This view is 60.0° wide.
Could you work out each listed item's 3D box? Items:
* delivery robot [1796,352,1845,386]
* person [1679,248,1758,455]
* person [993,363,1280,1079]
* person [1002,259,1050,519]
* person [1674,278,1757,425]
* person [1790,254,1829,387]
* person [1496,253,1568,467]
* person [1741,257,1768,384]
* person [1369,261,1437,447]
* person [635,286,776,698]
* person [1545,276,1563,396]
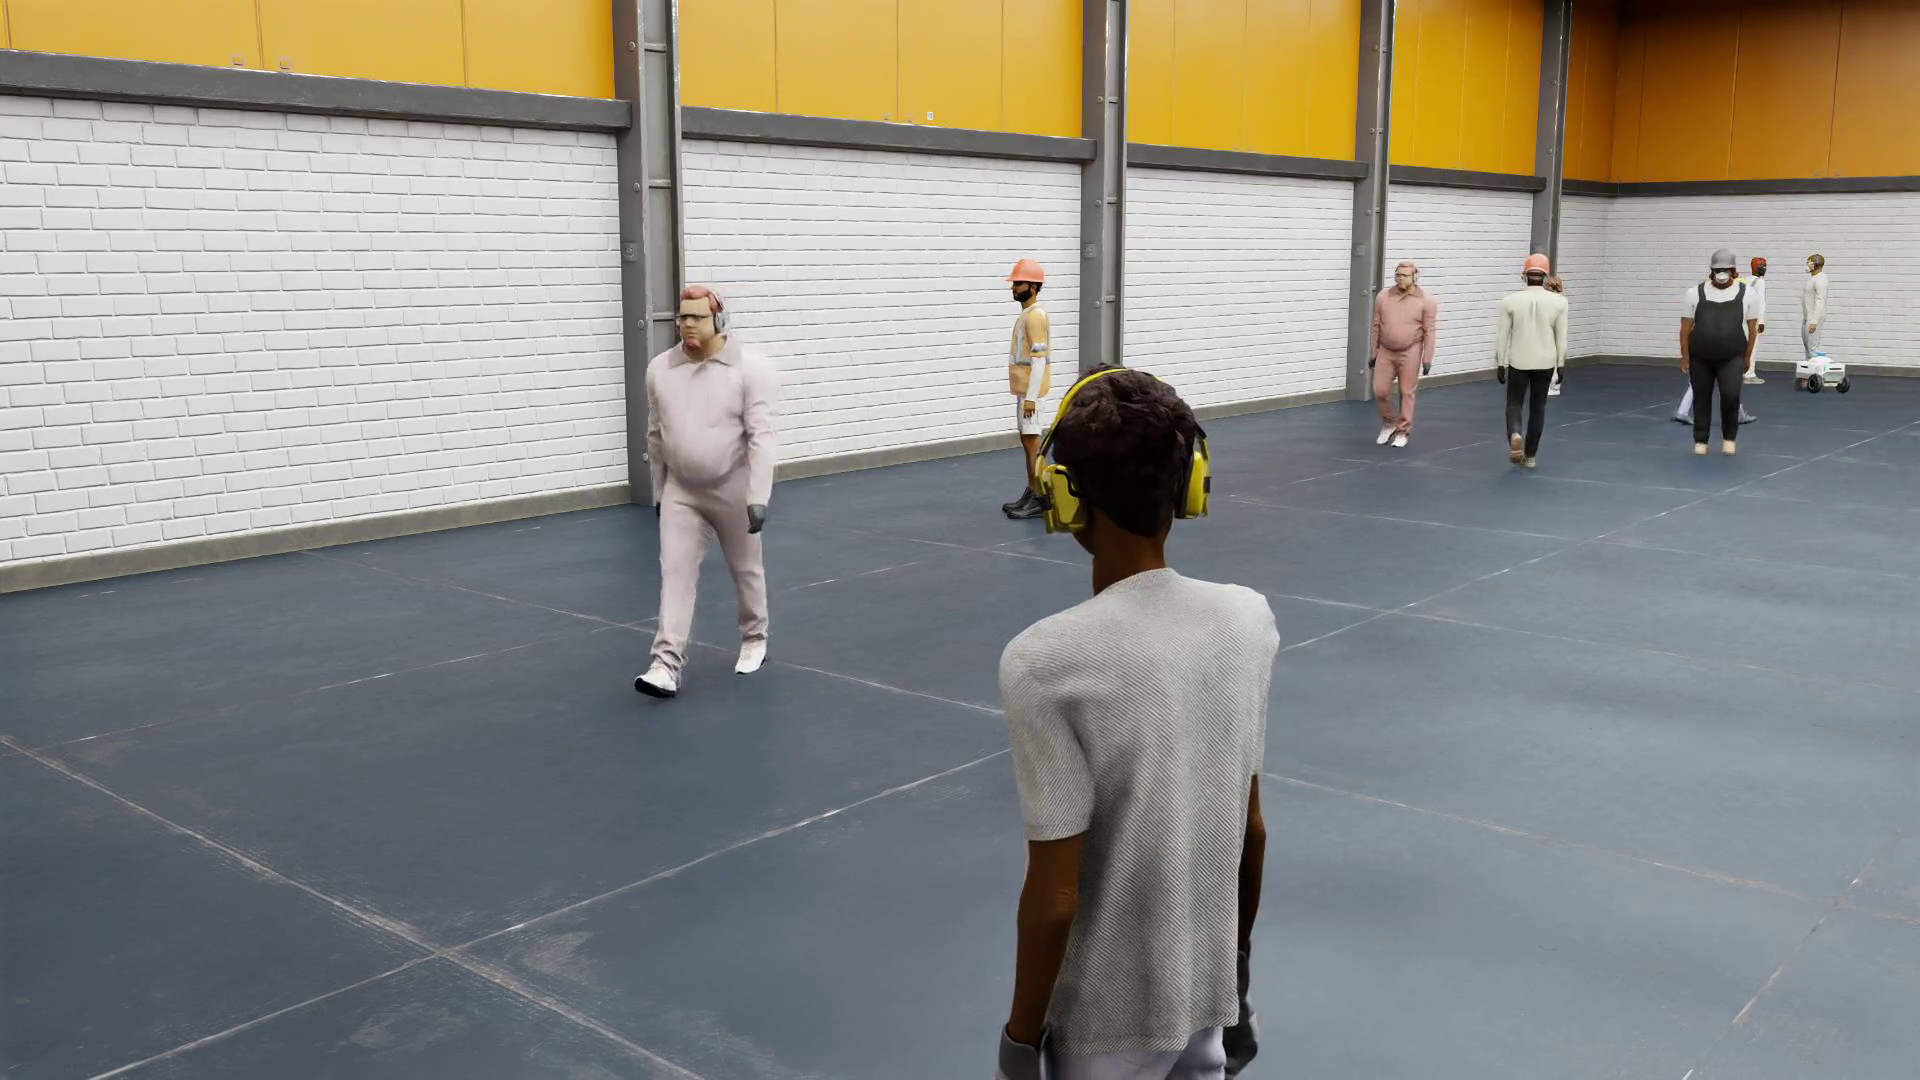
[{"bbox_3d":[12.121,-2.403,23.423,0.477,0.478,0.707,-1,10,-4],"label":"delivery robot"},{"bbox_3d":[7.361,-1.832,16.210,0.688,2.000,0.538,5,11,28],"label":"person"},{"bbox_3d":[0.234,0.686,2.381,0.521,1.863,0.319,-8,13,-39],"label":"person"},{"bbox_3d":[0.497,-1.127,12.481,0.349,1.940,0.551,-1,10,-4],"label":"person"},{"bbox_3d":[8.658,-2.141,18.982,0.984,1.684,0.526,-1,10,-7],"label":"person"},{"bbox_3d":[12.459,-3.205,24.319,0.373,1.940,0.629,3,10,17],"label":"person"},{"bbox_3d":[5.241,-1.631,15.252,0.619,1.976,0.643,3,10,17],"label":"person"},{"bbox_3d":[11.874,-3.284,24.925,0.339,1.883,0.584,-1,10,-5],"label":"person"},{"bbox_3d":[4.472,-1.879,16.893,0.683,1.890,0.435,6,12,30],"label":"person"},{"bbox_3d":[-1.160,-0.226,7.613,0.668,1.848,1.035,2,10,13],"label":"person"},{"bbox_3d":[8.169,-2.807,22.928,0.312,1.636,0.519,1,10,7],"label":"person"}]
